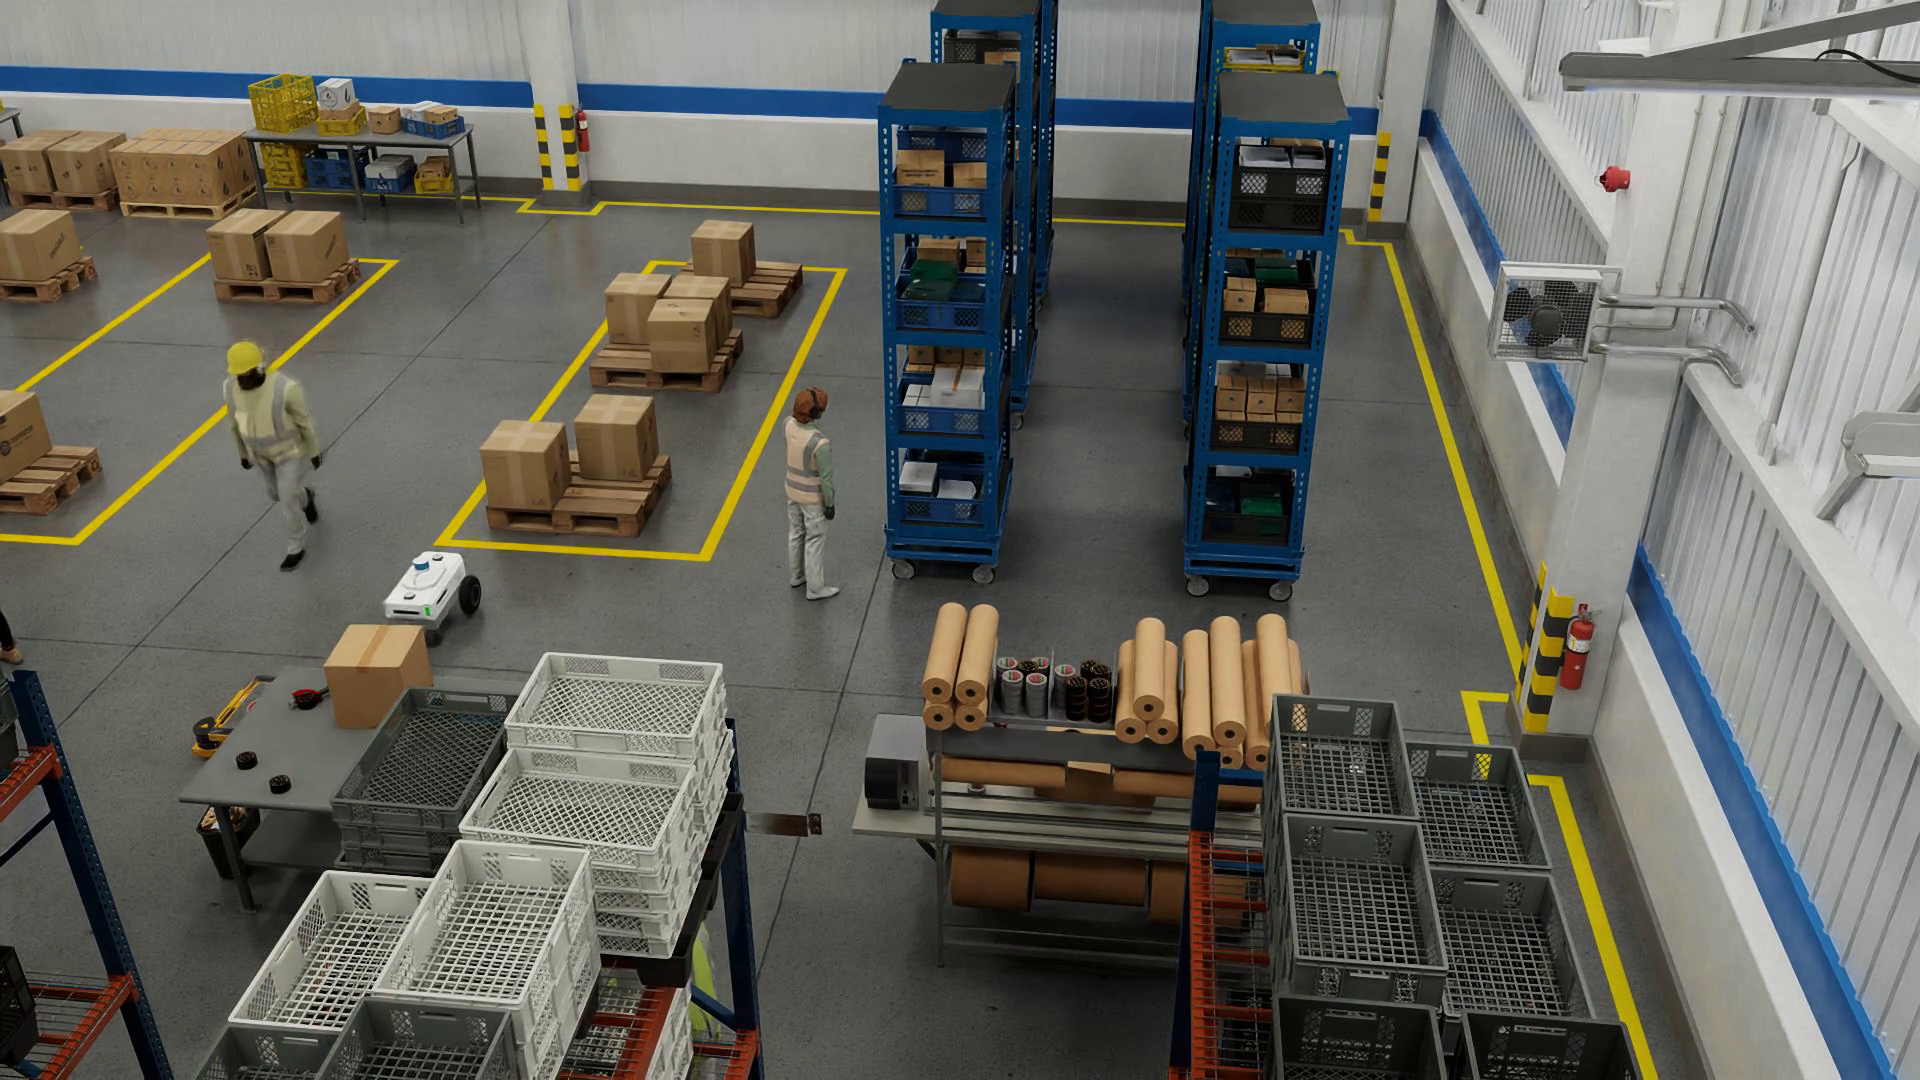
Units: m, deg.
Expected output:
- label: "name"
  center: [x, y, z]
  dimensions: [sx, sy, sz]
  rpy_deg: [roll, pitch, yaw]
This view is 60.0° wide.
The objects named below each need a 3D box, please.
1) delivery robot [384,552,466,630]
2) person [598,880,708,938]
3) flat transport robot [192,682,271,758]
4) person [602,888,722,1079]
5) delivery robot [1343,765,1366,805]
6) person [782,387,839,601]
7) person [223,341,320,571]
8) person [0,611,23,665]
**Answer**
- label: "delivery robot"
  center: [-3.751, 0.349, 11.677]
  dimensions: [0.477, 0.478, 0.707]
  rpy_deg: [3, 30, 5]
- label: "person"
  center: [-1.507, 1.761, 7.985]
  dimensions: [0.627, 1.932, 0.361]
  rpy_deg: [-7, 31, -11]
- label: "flat transport robot"
  center: [-4.089, 1.163, 10.648]
  dimensions: [1.431, 0.197, 0.652]
  rpy_deg: [3, 30, 6]
- label: "person"
  center: [-1.245, 2.236, 7.271]
  dimensions: [0.428, 1.830, 0.634]
  rpy_deg: [15, 33, 24]
- label: "delivery robot"
  center: [2.030, 1.438, 9.806]
  dimensions: [0.707, 0.478, 0.477]
  rpy_deg: [10, 32, 16]
- label: "person"
  center: [-1.073, -0.324, 11.862]
  dimensions: [0.315, 1.631, 0.523]
  rpy_deg: [-23, 37, -33]
- label: "person"
  center: [-5.066, -0.725, 12.391]
  dimensions: [0.605, 1.798, 0.769]
  rpy_deg: [4, 30, 7]
- label: "person"
  center: [-6.667, 0.178, 10.949]
  dimensions: [0.322, 1.687, 0.547]
  rpy_deg: [12, 32, 20]
